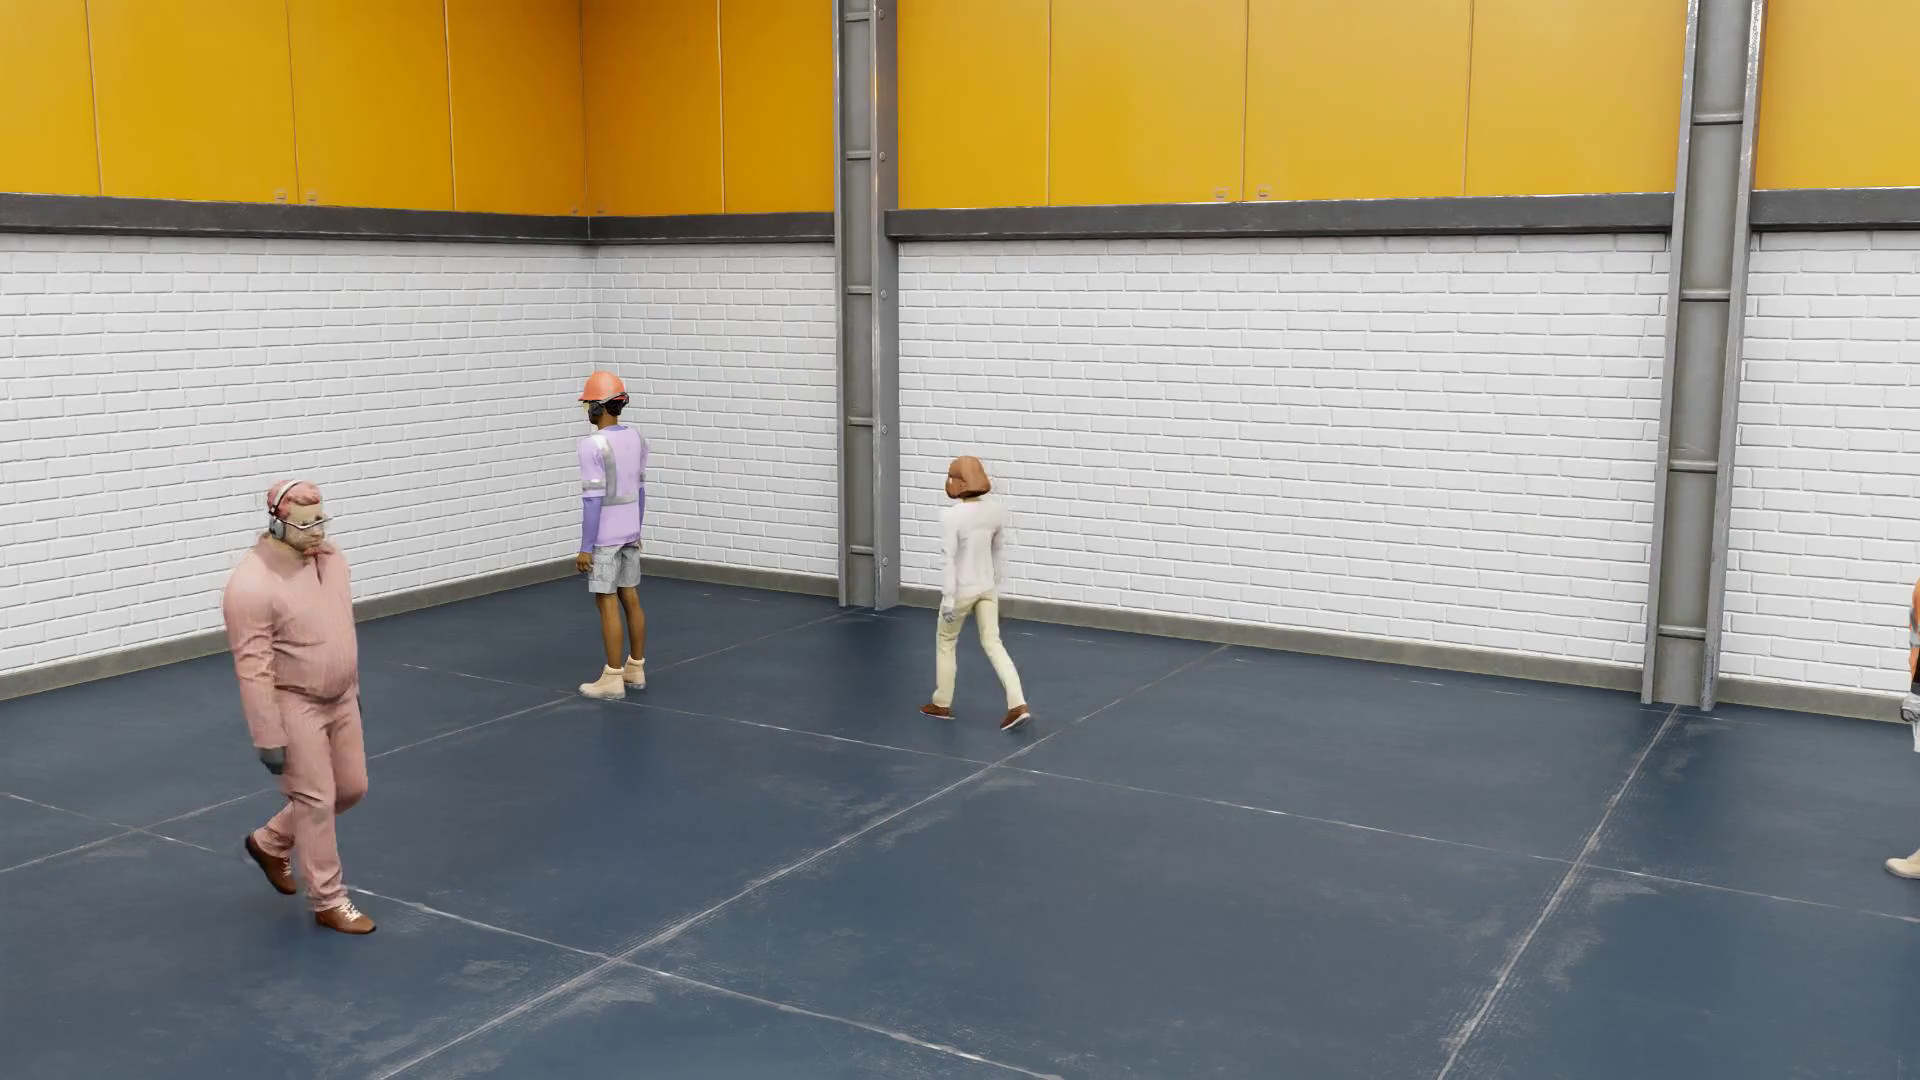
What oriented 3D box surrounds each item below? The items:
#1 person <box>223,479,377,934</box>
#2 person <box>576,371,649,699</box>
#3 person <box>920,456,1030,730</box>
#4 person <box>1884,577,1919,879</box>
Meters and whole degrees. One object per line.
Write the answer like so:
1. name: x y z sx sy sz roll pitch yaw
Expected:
1. person: -2.670 0.667 6.618 0.606 1.867 0.702 2 9 14
2. person: -2.197 -0.031 10.411 0.374 2.043 0.613 4 10 22
3. person: 0.100 0.305 9.688 0.509 1.601 0.817 -8 12 -41
4. person: 4.305 0.650 7.237 0.536 1.694 0.322 -5 10 -28
